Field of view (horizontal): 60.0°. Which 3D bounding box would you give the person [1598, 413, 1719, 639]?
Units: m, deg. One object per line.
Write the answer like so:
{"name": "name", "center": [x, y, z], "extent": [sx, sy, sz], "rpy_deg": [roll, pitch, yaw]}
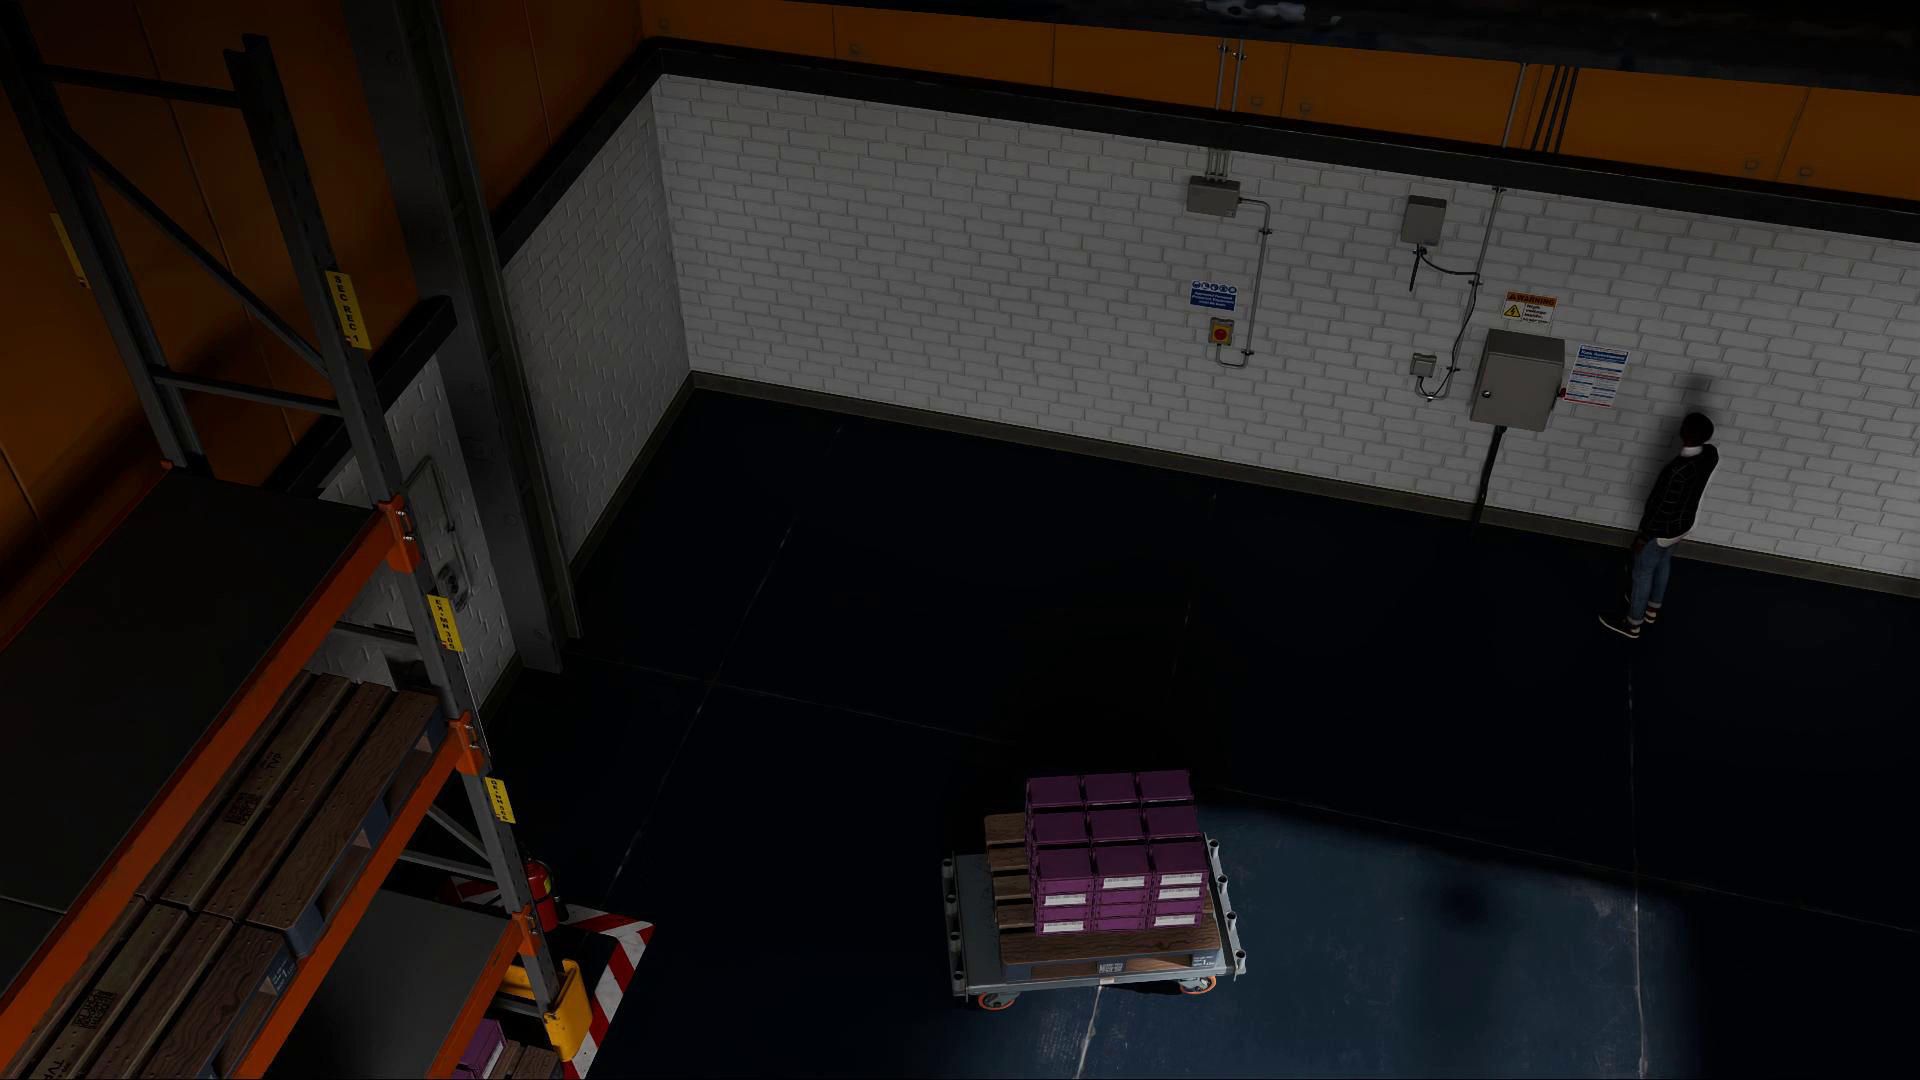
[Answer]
{"name": "person", "center": [4.695, -0.094, 11.050], "extent": [0.698, 1.819, 0.804], "rpy_deg": [-29, 51, -27]}
